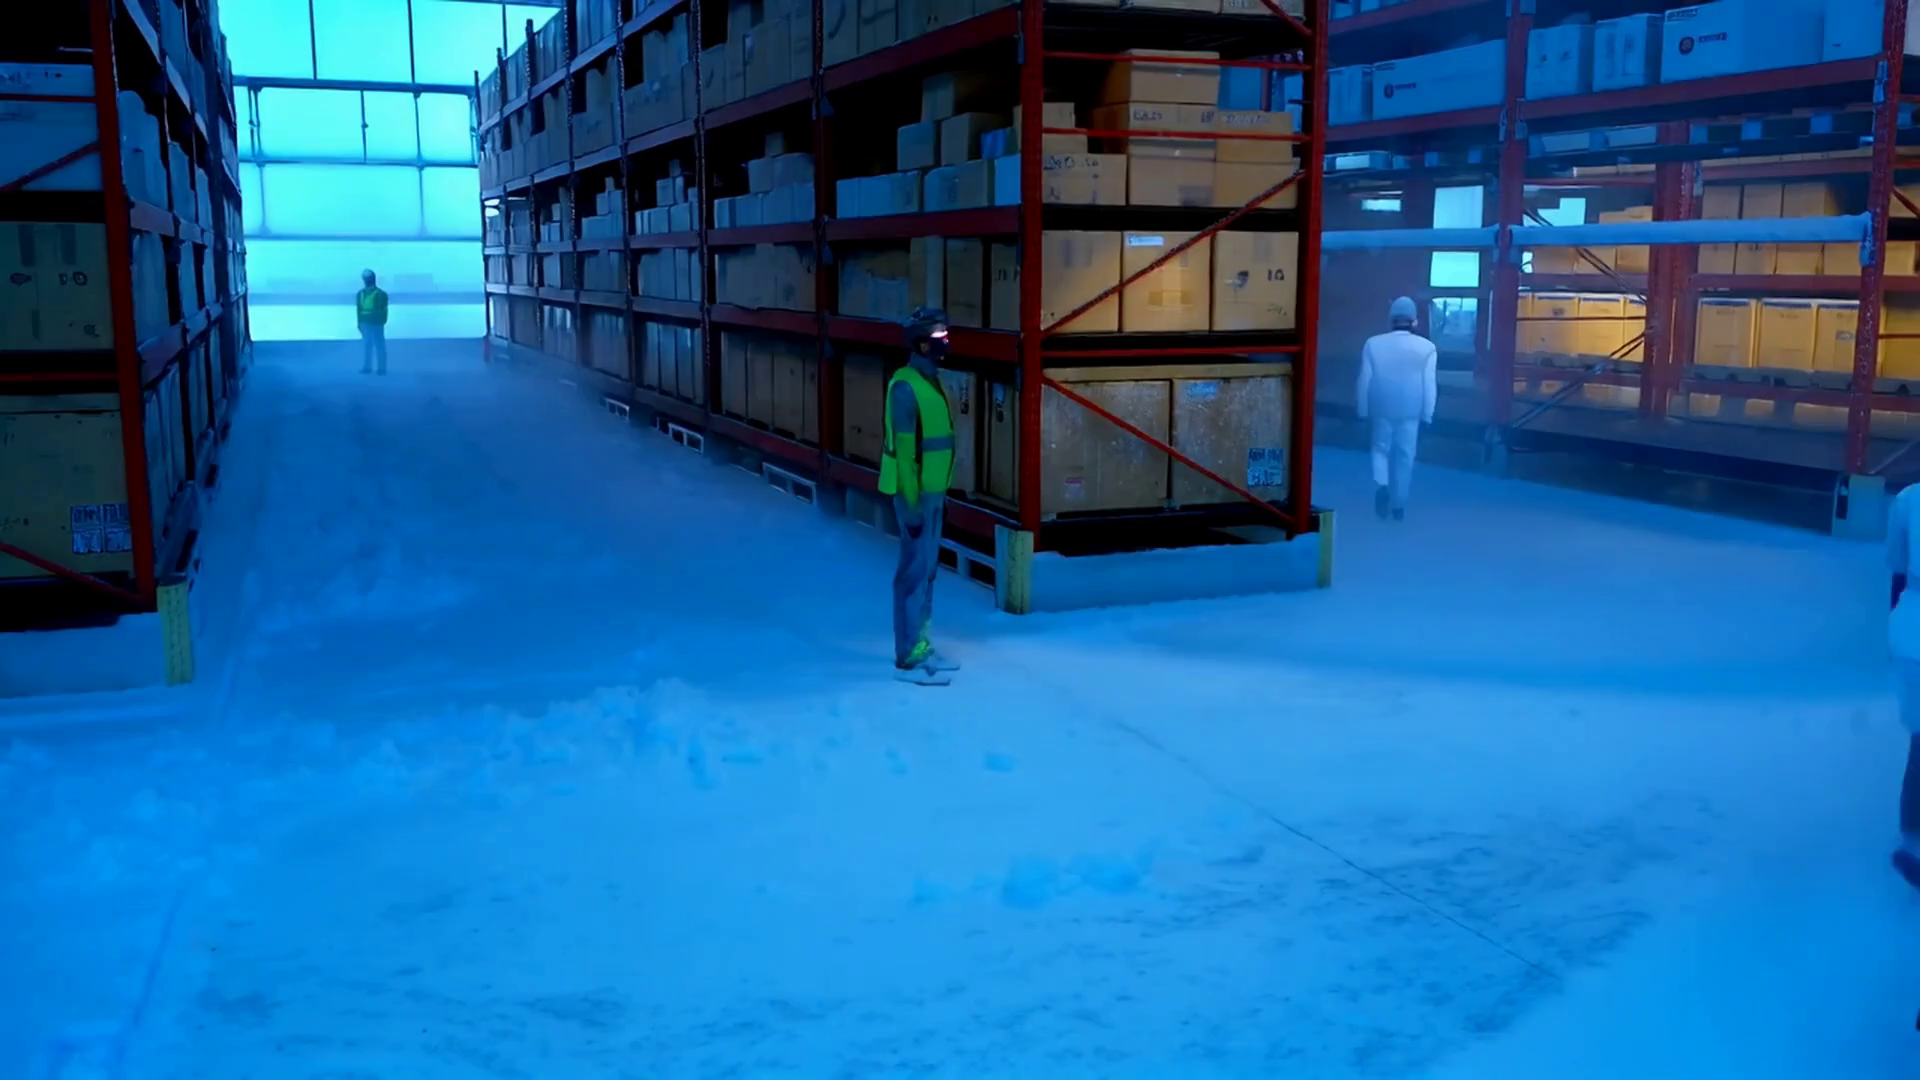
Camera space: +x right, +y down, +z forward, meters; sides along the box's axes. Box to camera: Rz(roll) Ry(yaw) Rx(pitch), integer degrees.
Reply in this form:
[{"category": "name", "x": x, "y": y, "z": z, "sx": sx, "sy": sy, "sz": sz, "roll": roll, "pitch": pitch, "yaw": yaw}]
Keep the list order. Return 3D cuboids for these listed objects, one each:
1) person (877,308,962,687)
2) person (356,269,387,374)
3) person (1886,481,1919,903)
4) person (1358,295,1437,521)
[{"category": "person", "x": -0.201, "y": -0.216, "z": 8.237, "sx": 0.390, "sy": 1.850, "sz": 0.565, "roll": 2, "pitch": 10, "yaw": 11}, {"category": "person", "x": -10.940, "y": -4.052, "z": 30.921, "sx": 0.605, "sy": 1.948, "sz": 0.390, "roll": 2, "pitch": 10, "yaw": 11}, {"category": "person", "x": 3.162, "y": 0.356, "z": 5.272, "sx": 0.385, "sy": 1.683, "sz": 0.554, "roll": -3, "pitch": 10, "yaw": -19}, {"category": "person", "x": 3.490, "y": -1.040, "z": 13.269, "sx": 0.609, "sy": 1.812, "sz": 0.470, "roll": 2, "pitch": 10, "yaw": 13}]
